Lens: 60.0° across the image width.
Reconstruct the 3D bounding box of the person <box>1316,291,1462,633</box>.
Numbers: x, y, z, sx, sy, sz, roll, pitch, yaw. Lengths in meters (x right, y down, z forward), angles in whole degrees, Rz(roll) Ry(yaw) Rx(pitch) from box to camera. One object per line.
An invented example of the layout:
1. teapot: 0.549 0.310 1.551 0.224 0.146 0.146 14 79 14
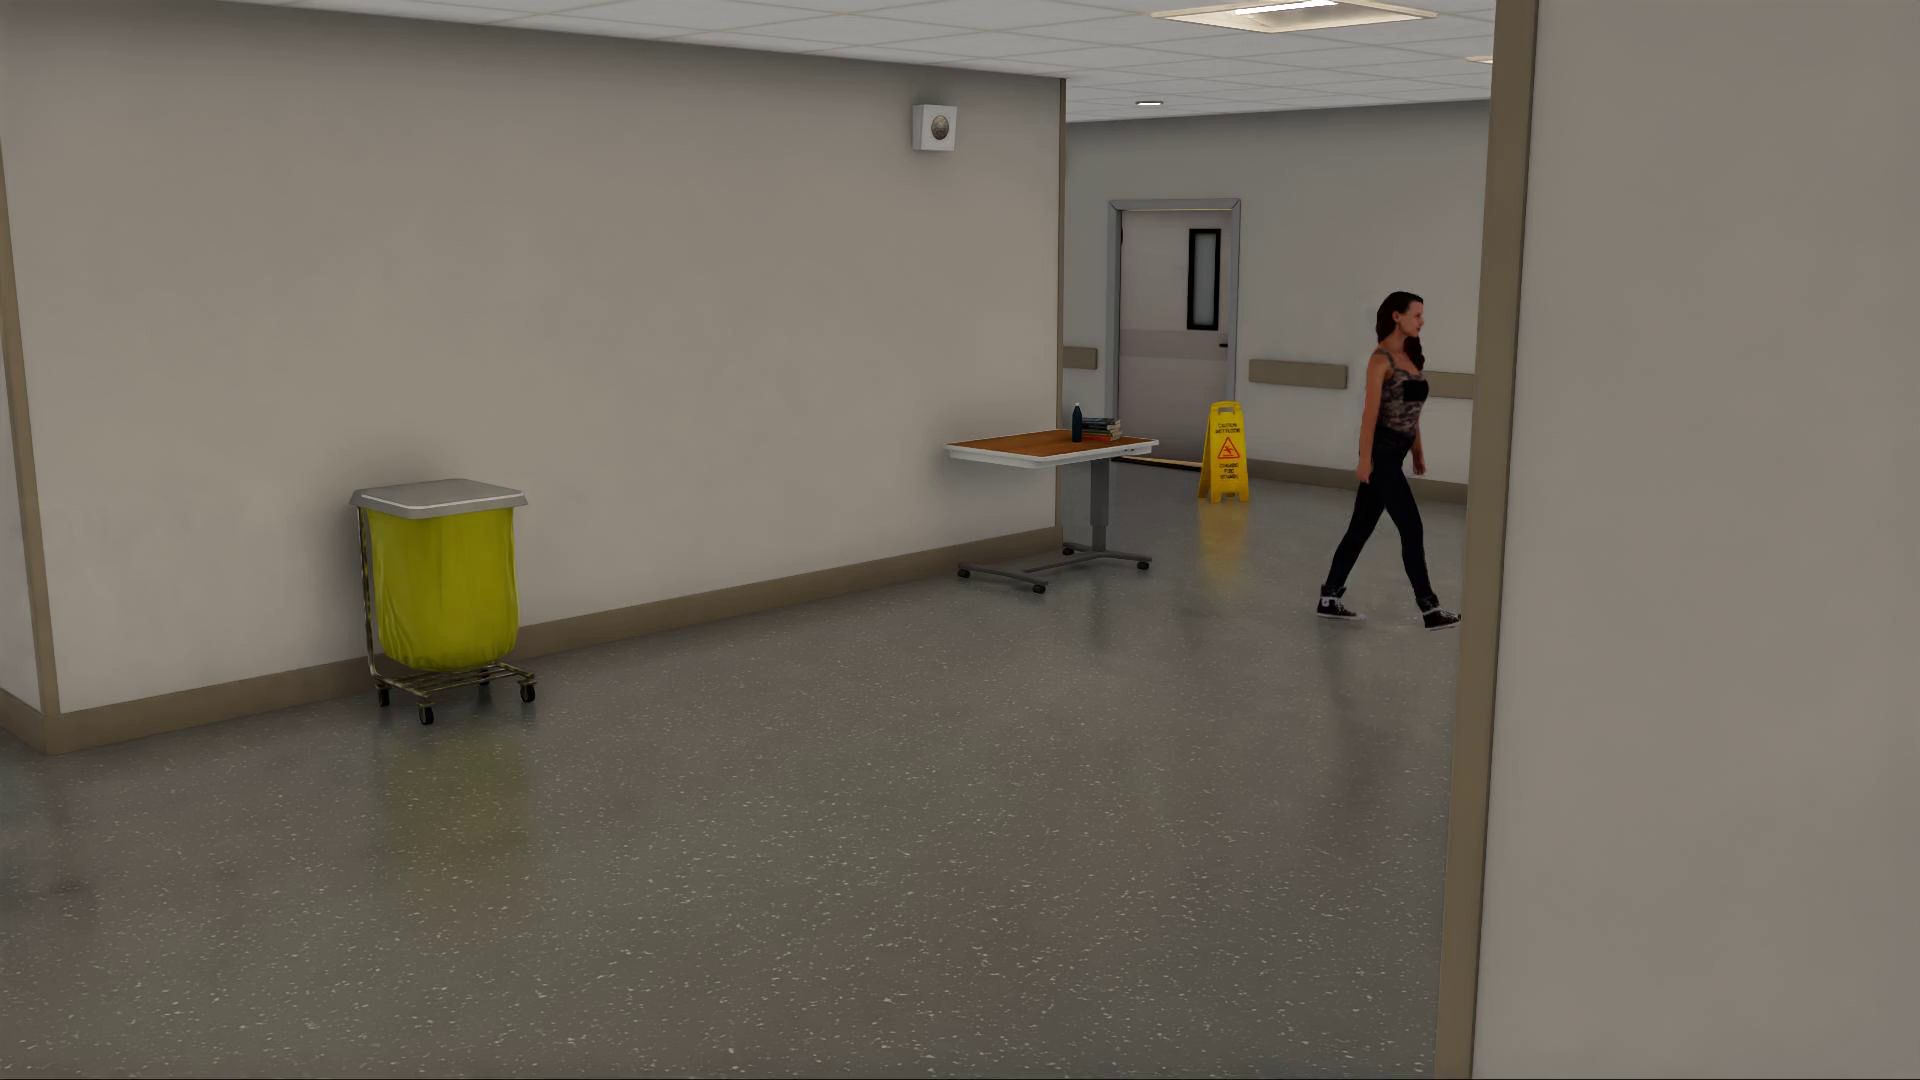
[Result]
1. person: 2.106 -0.387 8.625 1.128 1.730 0.789 7 13 31
